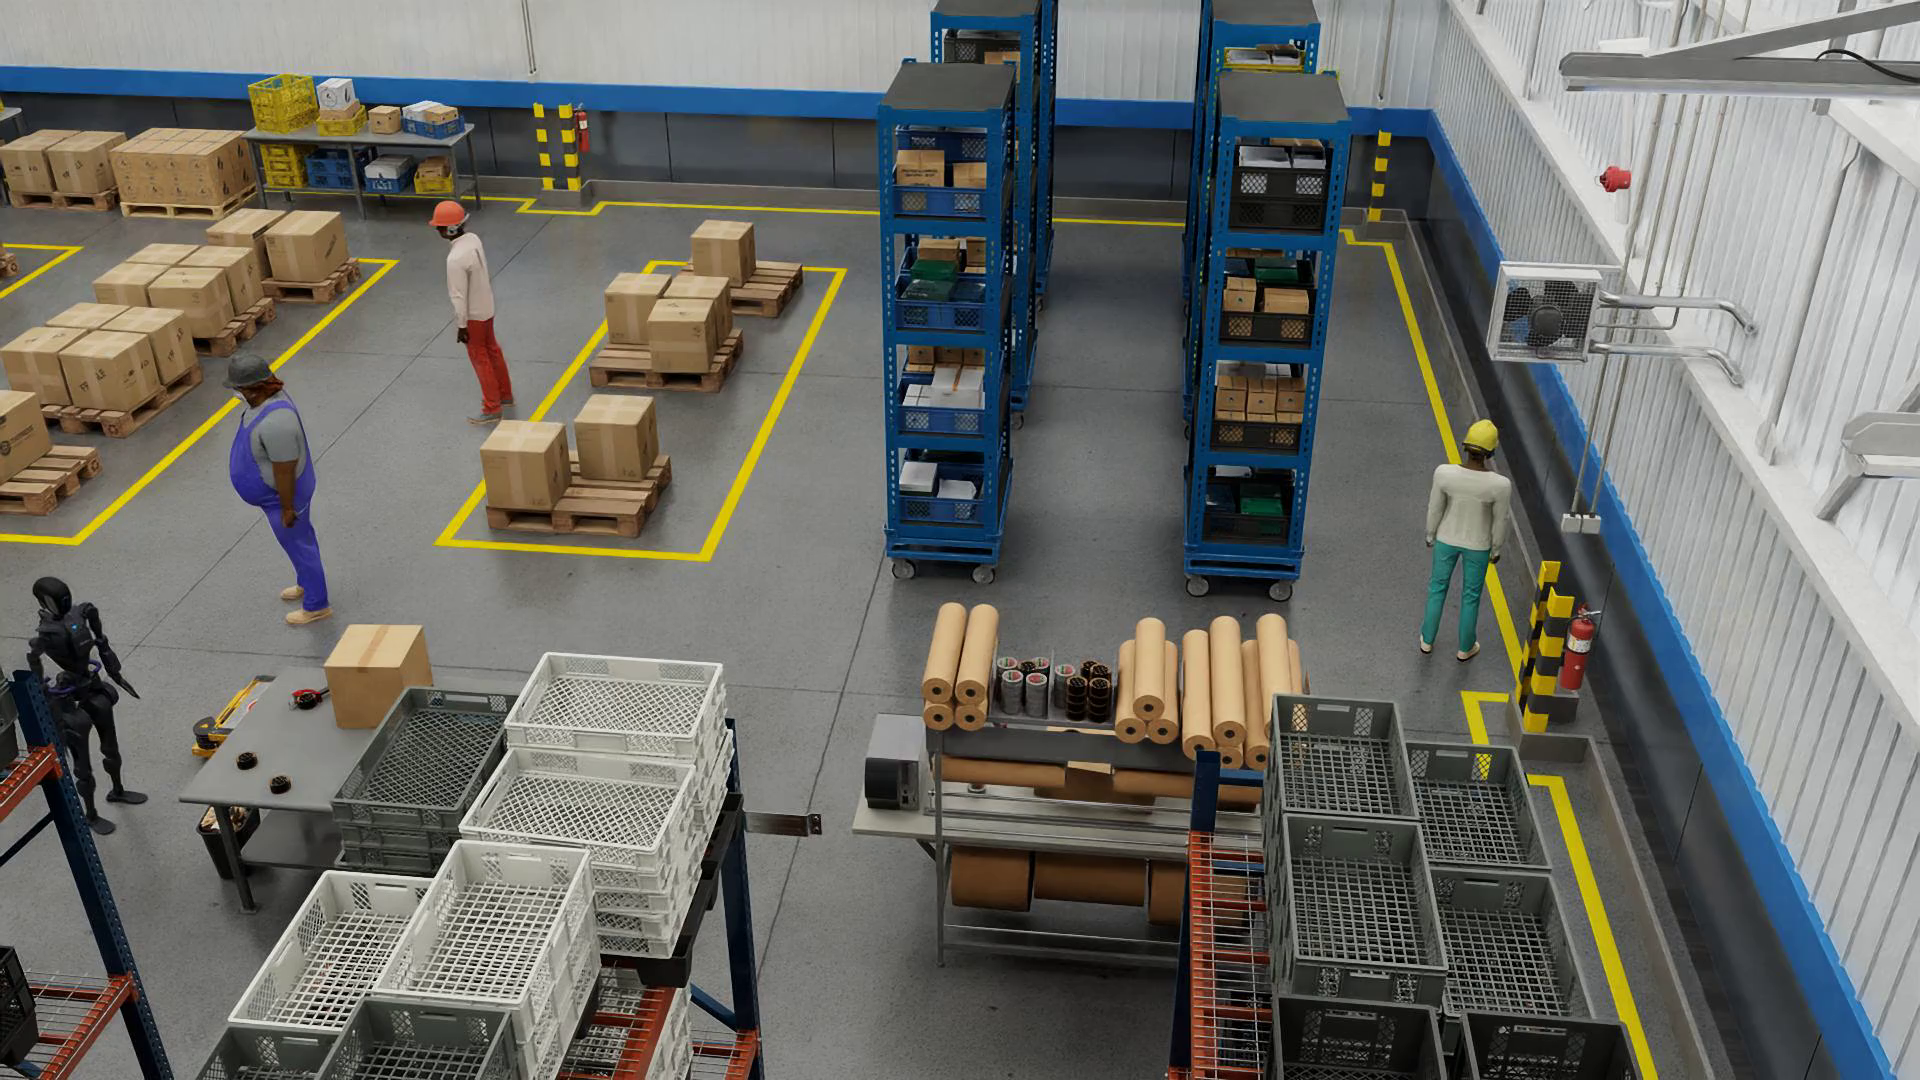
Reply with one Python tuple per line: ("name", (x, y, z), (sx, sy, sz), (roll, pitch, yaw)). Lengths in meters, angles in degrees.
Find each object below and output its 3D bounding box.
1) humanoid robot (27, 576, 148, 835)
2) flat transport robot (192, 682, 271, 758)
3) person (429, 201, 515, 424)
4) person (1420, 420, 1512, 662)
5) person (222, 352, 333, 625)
("humanoid robot", (-5.090, 0.927, 9.668), (0.324, 1.657, 0.598), (8, 31, 14))
("flat transport robot", (-4.089, 1.163, 10.648), (1.431, 0.197, 0.652), (3, 30, 6))
("person", (-4.237, -1.969, 14.363), (0.427, 1.981, 0.628), (2, 30, 3))
("person", (3.384, 0.007, 11.172), (0.522, 1.768, 0.310), (14, 33, 23))
("person", (-4.760, -0.378, 11.563), (0.536, 2.000, 0.681), (-13, 33, -21))
